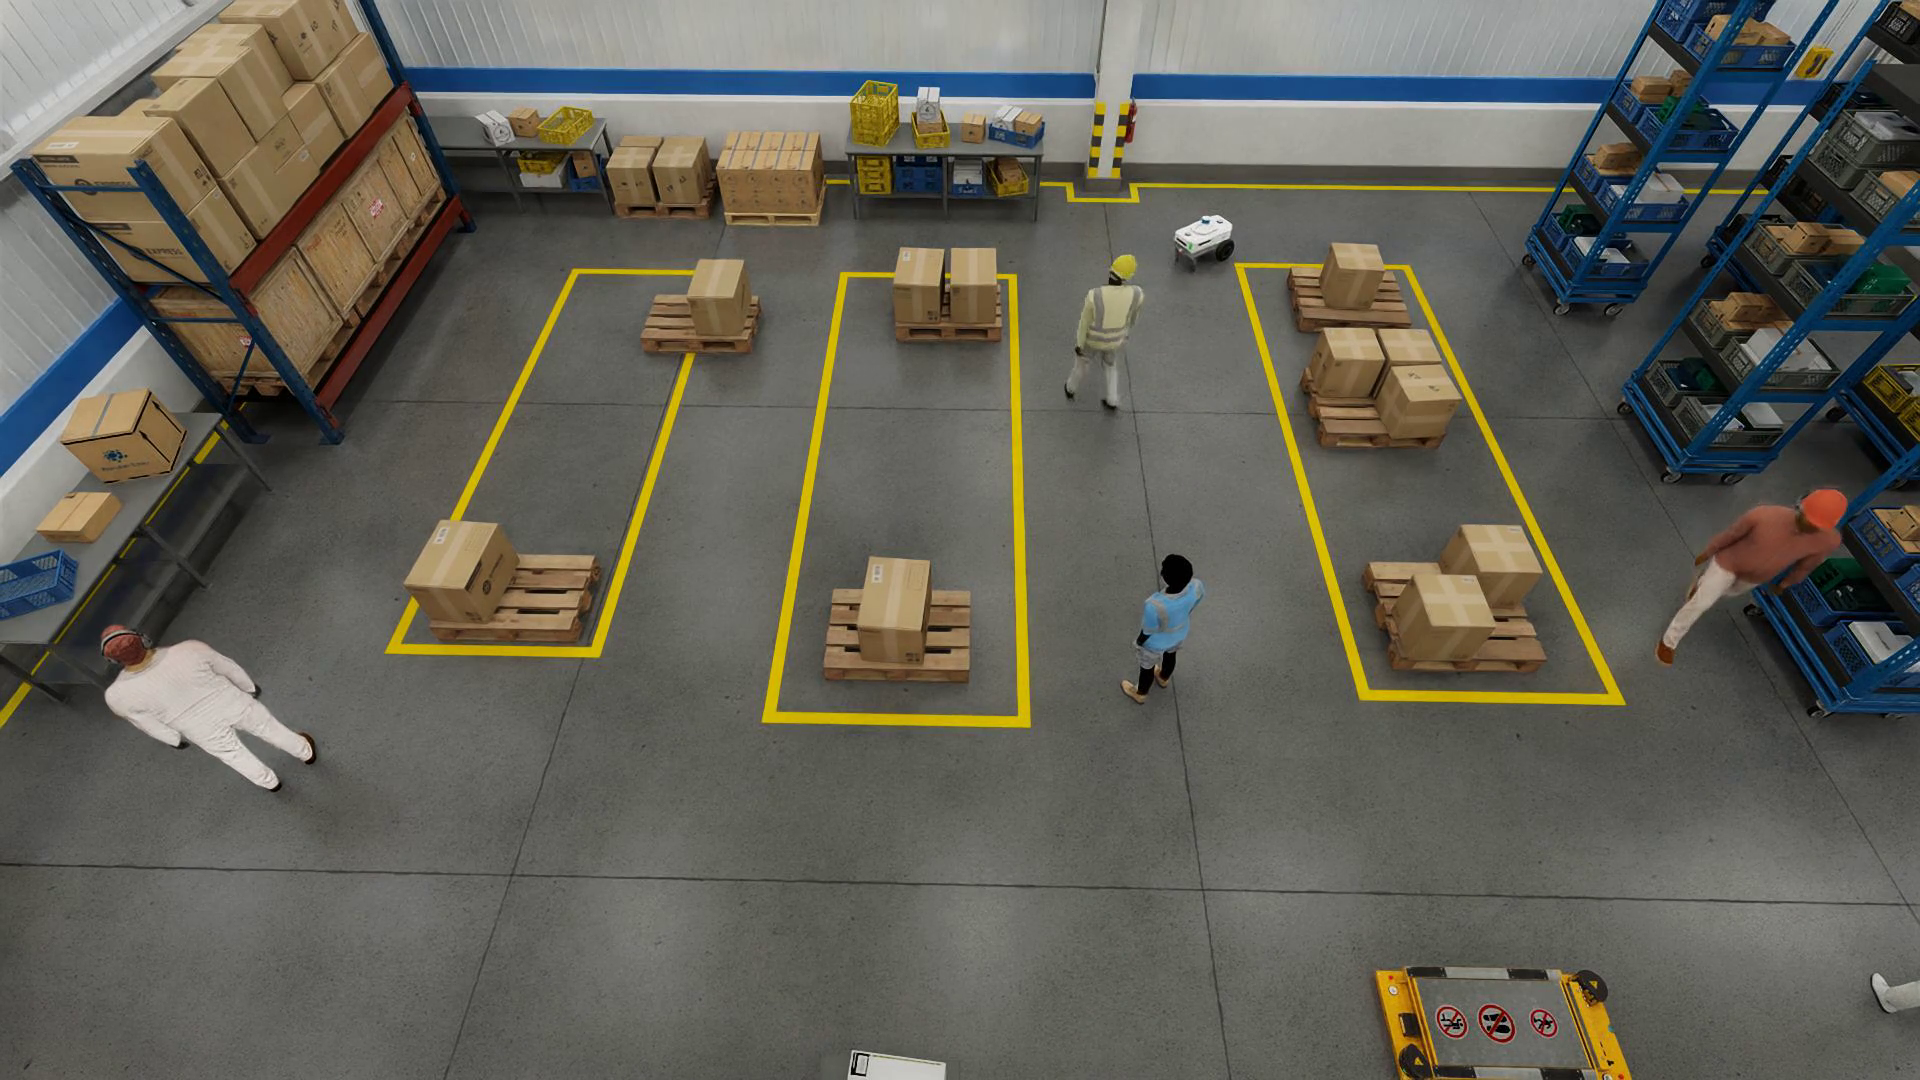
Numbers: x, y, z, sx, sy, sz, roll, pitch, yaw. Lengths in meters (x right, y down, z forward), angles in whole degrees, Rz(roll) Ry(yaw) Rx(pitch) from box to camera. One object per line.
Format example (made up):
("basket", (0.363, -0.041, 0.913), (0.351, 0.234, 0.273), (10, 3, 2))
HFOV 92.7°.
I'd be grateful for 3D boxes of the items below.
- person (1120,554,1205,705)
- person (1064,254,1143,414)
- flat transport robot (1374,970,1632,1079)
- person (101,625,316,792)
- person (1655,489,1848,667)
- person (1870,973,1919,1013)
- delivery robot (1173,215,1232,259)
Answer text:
("person", (1.539, 0.698, 6.987), (0.532, 1.693, 0.319), (-27, 56, -20))
("person", (1.457, -2.045, 9.174), (0.621, 1.783, 0.622), (-10, 51, -8))
("flat transport robot", (3.501, 3.133, 5.914), (1.431, 0.197, 0.652), (1, 51, 1))
("person", (-5.295, 1.185, 6.454), (0.402, 1.911, 0.638), (34, 58, 24))
("person", (6.288, 0.138, 7.290), (0.630, 1.949, 1.014), (23, 55, 18))
("person", (6.285, 2.588, 5.479), (0.514, 1.643, 0.307), (20, 54, 16))
("delivery robot", (2.986, -3.752, 11.286), (0.707, 0.478, 0.477), (-26, 55, -19))
